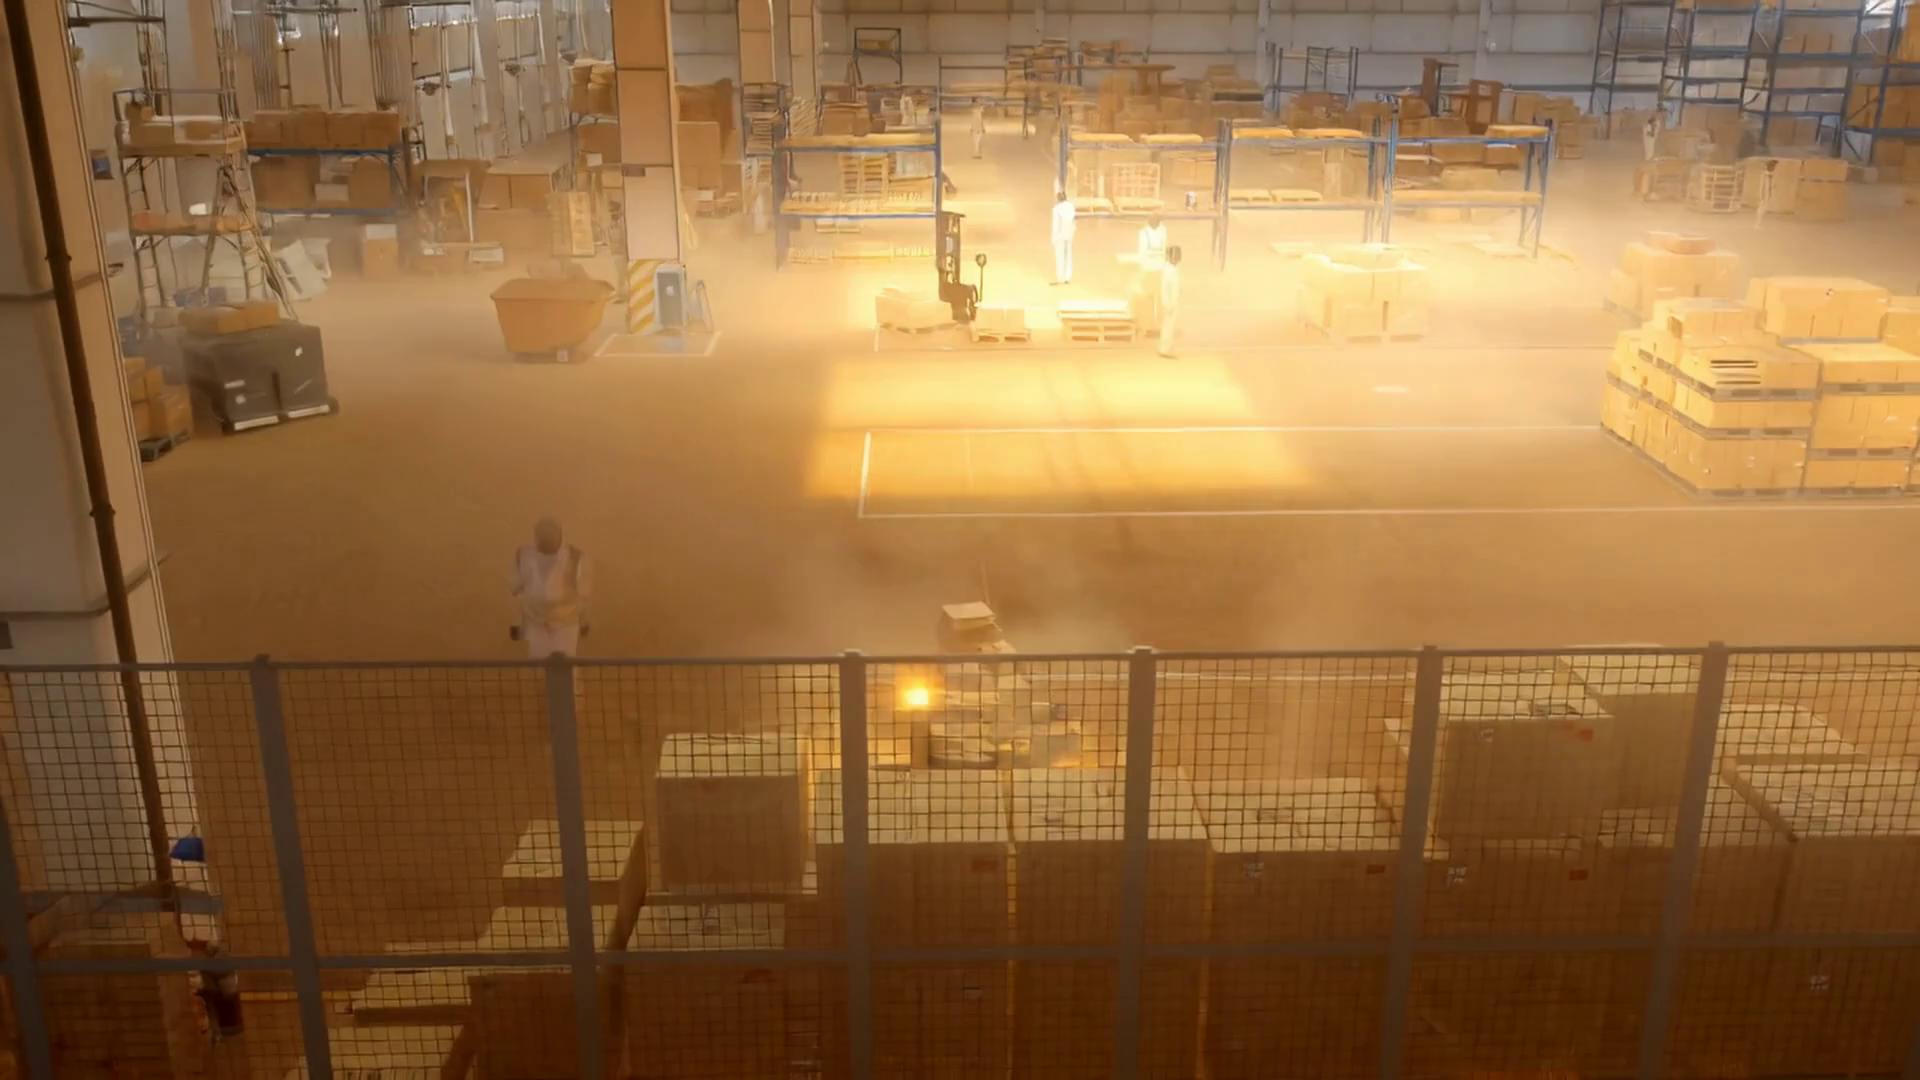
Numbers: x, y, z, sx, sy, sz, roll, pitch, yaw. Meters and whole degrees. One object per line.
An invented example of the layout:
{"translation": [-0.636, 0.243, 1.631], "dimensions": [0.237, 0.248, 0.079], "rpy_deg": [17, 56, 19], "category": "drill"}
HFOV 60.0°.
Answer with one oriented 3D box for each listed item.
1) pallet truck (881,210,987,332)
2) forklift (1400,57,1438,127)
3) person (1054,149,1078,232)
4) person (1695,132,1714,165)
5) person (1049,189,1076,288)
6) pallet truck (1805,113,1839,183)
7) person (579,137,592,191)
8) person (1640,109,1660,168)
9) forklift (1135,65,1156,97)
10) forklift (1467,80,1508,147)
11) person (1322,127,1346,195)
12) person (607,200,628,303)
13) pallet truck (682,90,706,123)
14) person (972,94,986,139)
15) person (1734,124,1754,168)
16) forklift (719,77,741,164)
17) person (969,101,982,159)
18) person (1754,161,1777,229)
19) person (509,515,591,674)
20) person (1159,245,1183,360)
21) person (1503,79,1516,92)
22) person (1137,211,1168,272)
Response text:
{"translation": [-0.493, -4.759, 29.349], "dimensions": [1.885, 1.965, 0.823], "rpy_deg": [-13, 23, -34], "category": "pallet truck"}
{"translation": [19.351, -18.501, 68.755], "dimensions": [1.873, 2.768, 1.129], "rpy_deg": [-1, 19, -1], "category": "forklift"}
{"translation": [2.511, -8.451, 40.235], "dimensions": [0.687, 2.000, 0.535], "rpy_deg": [-16, 25, -40], "category": "person"}
{"translation": [21.646, -11.046, 48.493], "dimensions": [0.537, 1.685, 0.566], "rpy_deg": [-2, 19, -7], "category": "person"}
{"translation": [2.029, -6.018, 33.174], "dimensions": [0.372, 1.940, 0.629], "rpy_deg": [17, 25, 41], "category": "person"}
{"translation": [26.403, -11.957, 50.702], "dimensions": [0.823, 1.965, 1.885], "rpy_deg": [6, 19, 16], "category": "pallet truck"}
{"translation": [-9.952, -9.700, 44.116], "dimensions": [0.386, 1.928, 0.589], "rpy_deg": [-3, 19, -10], "category": "person"}
{"translation": [22.490, -13.041, 54.057], "dimensions": [0.390, 1.912, 0.589], "rpy_deg": [-3, 19, -10], "category": "person"}
{"translation": [6.946, -16.489, 62.786], "dimensions": [1.873, 2.768, 1.129], "rpy_deg": [15, 24, 37], "category": "forklift"}
{"translation": [16.667, -13.224, 53.100], "dimensions": [1.129, 2.768, 1.873], "rpy_deg": [17, 25, 41], "category": "forklift"}
{"translation": [10.610, -10.718, 47.170], "dimensions": [0.636, 1.915, 0.628], "rpy_deg": [-2, 19, -5], "category": "person"}
{"translation": [-6.469, -5.482, 31.601], "dimensions": [0.371, 1.929, 0.584], "rpy_deg": [-12, 22, -33], "category": "person"}
{"translation": [-9.671, -15.907, 62.421], "dimensions": [0.823, 1.965, 1.885], "rpy_deg": [5, 19, 15], "category": "pallet truck"}
{"translation": [0.725, -16.311, 64.082], "dimensions": [0.533, 1.698, 0.322], "rpy_deg": [-5, 19, -14], "category": "person"}
{"translation": [22.597, -10.968, 47.821], "dimensions": [0.628, 1.961, 0.896], "rpy_deg": [-9, 21, -26], "category": "person"}
{"translation": [-7.685, -13.877, 55.039], "dimensions": [1.873, 2.768, 1.129], "rpy_deg": [-1, 19, -1], "category": "forklift"}
{"translation": [0.538, -14.055, 57.019], "dimensions": [0.372, 1.940, 0.630], "rpy_deg": [7, 20, 20], "category": "person"}
{"translation": [19.874, -8.509, 41.031], "dimensions": [0.315, 1.636, 0.515], "rpy_deg": [14, 23, 36], "category": "person"}
{"translation": [-3.338, 0.639, 13.633], "dimensions": [0.631, 1.807, 0.870], "rpy_deg": [1, 19, 3], "category": "person"}
{"translation": [3.393, -3.837, 26.850], "dimensions": [0.359, 1.853, 0.602], "rpy_deg": [1, 19, 2], "category": "person"}
{"translation": [23.199, -18.504, 70.308], "dimensions": [0.569, 1.880, 1.011], "rpy_deg": [5, 19, 16], "category": "person"}
{"translation": [3.520, -5.162, 30.753], "dimensions": [0.573, 1.868, 0.550], "rpy_deg": [-10, 21, -27], "category": "person"}
